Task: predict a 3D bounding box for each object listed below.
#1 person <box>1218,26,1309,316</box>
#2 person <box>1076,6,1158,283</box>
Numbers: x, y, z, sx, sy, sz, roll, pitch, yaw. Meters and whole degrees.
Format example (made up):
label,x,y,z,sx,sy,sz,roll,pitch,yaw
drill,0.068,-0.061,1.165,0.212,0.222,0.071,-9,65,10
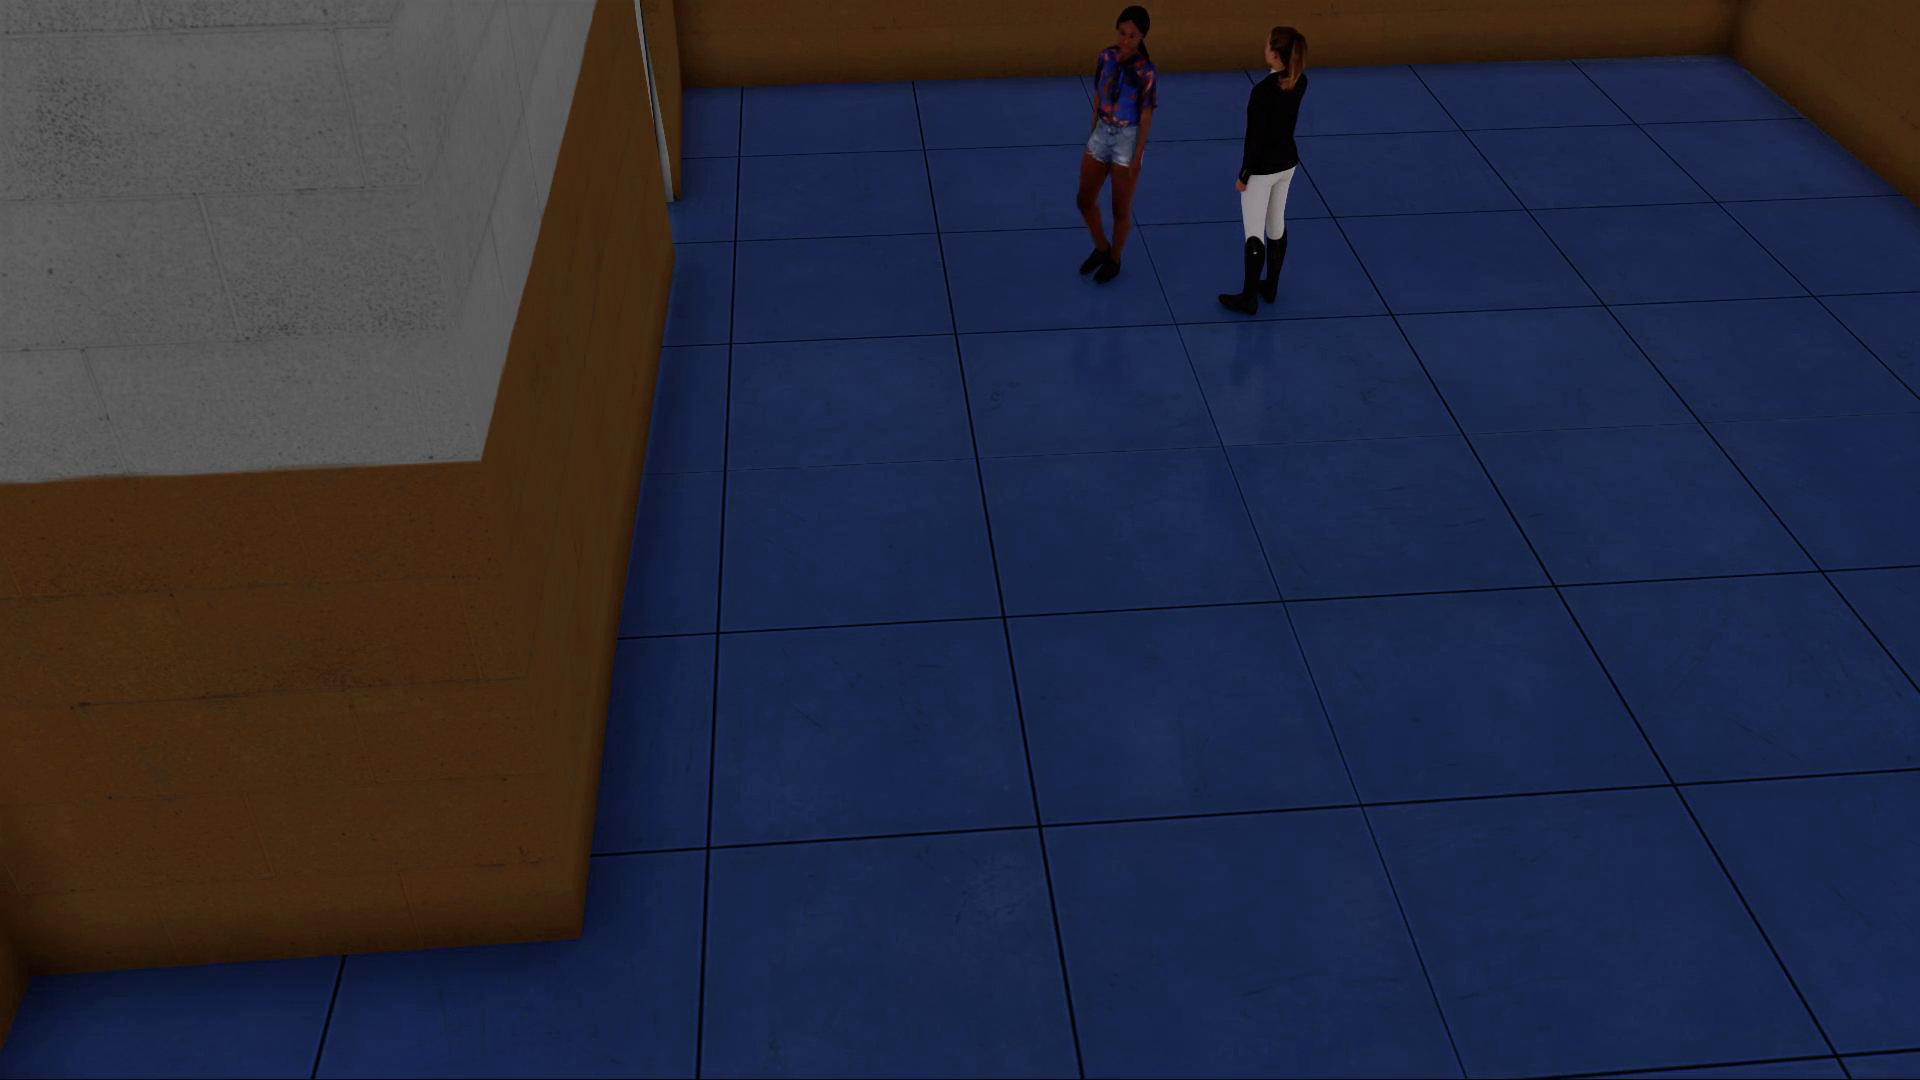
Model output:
label,x,y,z,sx,sy,sz,roll,pitch,yaw
person,1.789,-2.141,9.674,0.654,1.729,0.731,-28,45,-32
person,1.005,-2.368,9.992,0.721,1.728,0.783,27,45,31
